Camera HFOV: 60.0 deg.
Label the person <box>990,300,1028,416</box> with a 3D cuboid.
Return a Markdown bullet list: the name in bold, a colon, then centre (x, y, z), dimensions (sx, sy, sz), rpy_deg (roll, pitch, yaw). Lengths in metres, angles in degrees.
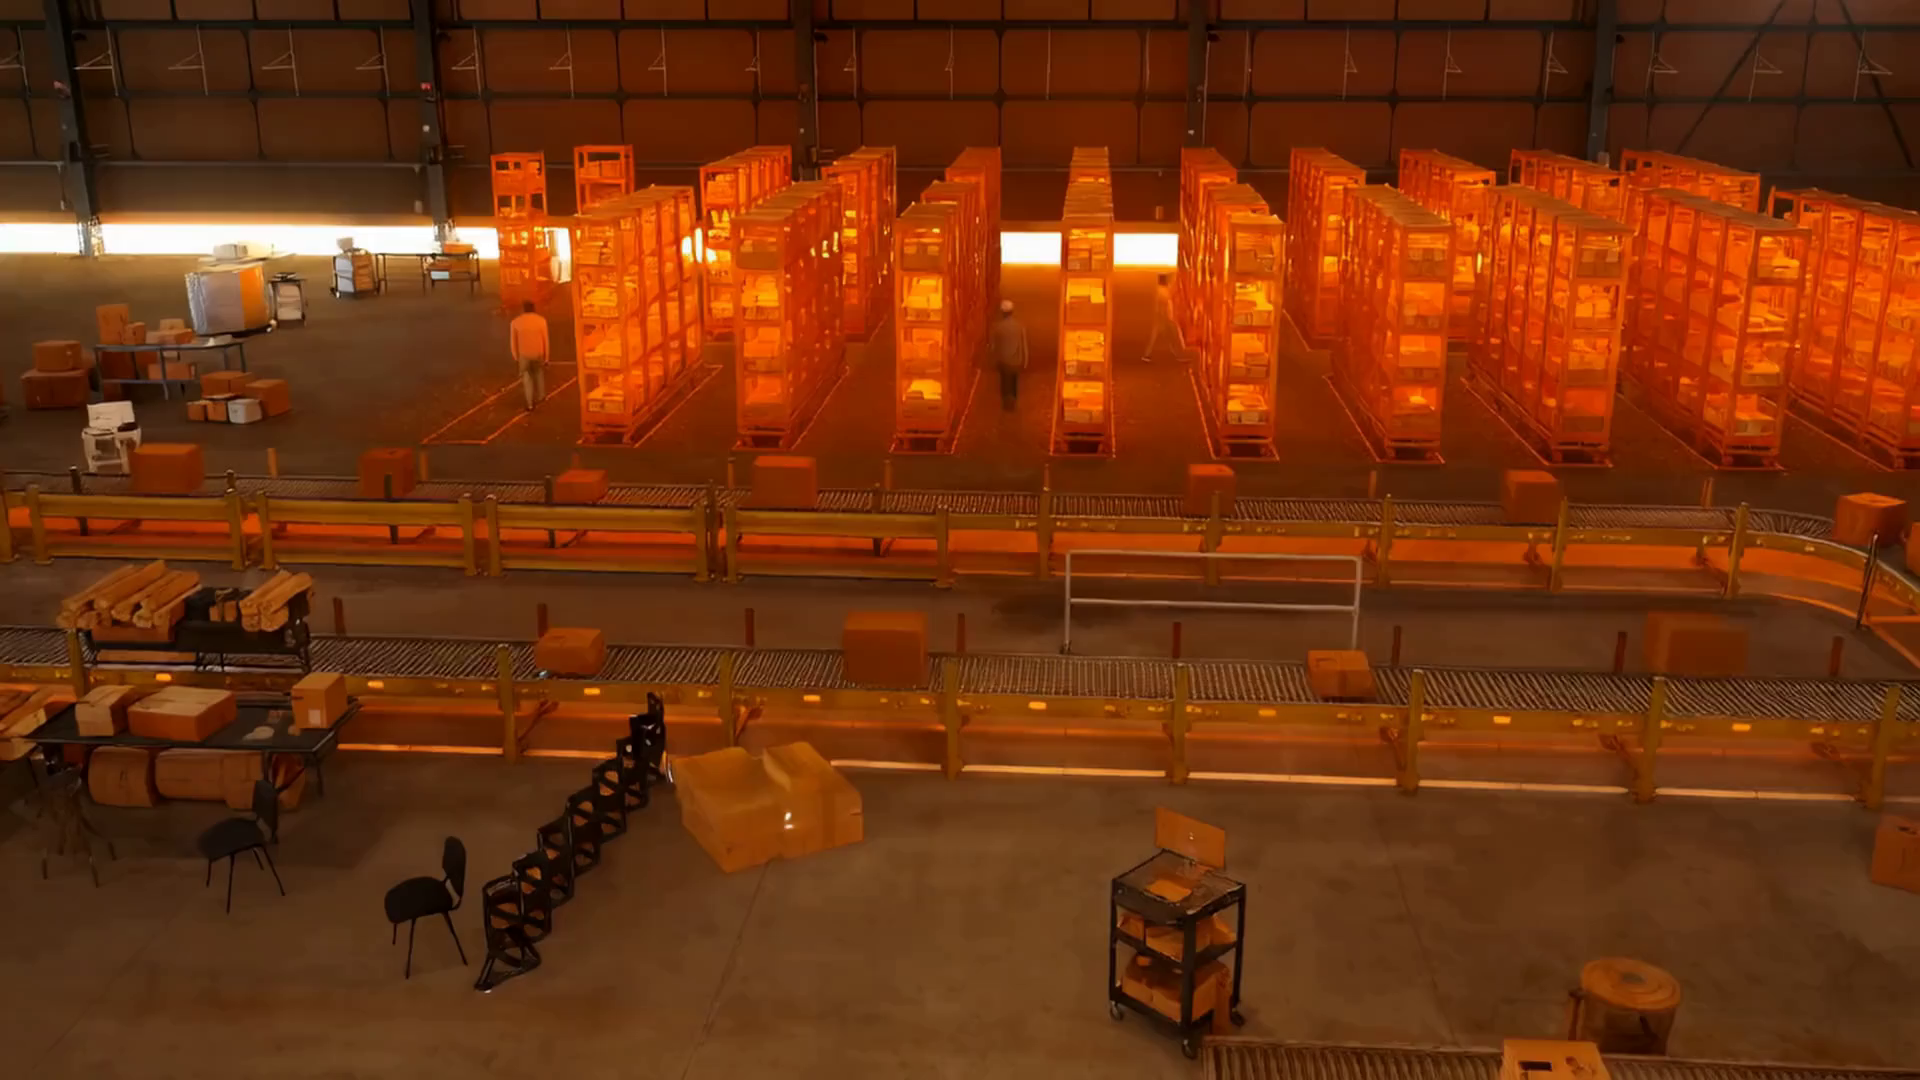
- **person**: centre (0.820, -3.030, 27.930), dimensions (0.635, 1.980, 0.617), rpy_deg (-1, 18, -2)

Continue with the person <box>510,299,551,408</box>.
- **person**: centre (-7.446, -3.252, 28.859), dimensions (0.651, 1.857, 0.994), rpy_deg (-5, 18, -15)

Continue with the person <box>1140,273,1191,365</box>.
- **person**: centre (3.985, -4.300, 32.291), dimensions (1.014, 1.780, 0.570), rpy_deg (4, 18, 11)
